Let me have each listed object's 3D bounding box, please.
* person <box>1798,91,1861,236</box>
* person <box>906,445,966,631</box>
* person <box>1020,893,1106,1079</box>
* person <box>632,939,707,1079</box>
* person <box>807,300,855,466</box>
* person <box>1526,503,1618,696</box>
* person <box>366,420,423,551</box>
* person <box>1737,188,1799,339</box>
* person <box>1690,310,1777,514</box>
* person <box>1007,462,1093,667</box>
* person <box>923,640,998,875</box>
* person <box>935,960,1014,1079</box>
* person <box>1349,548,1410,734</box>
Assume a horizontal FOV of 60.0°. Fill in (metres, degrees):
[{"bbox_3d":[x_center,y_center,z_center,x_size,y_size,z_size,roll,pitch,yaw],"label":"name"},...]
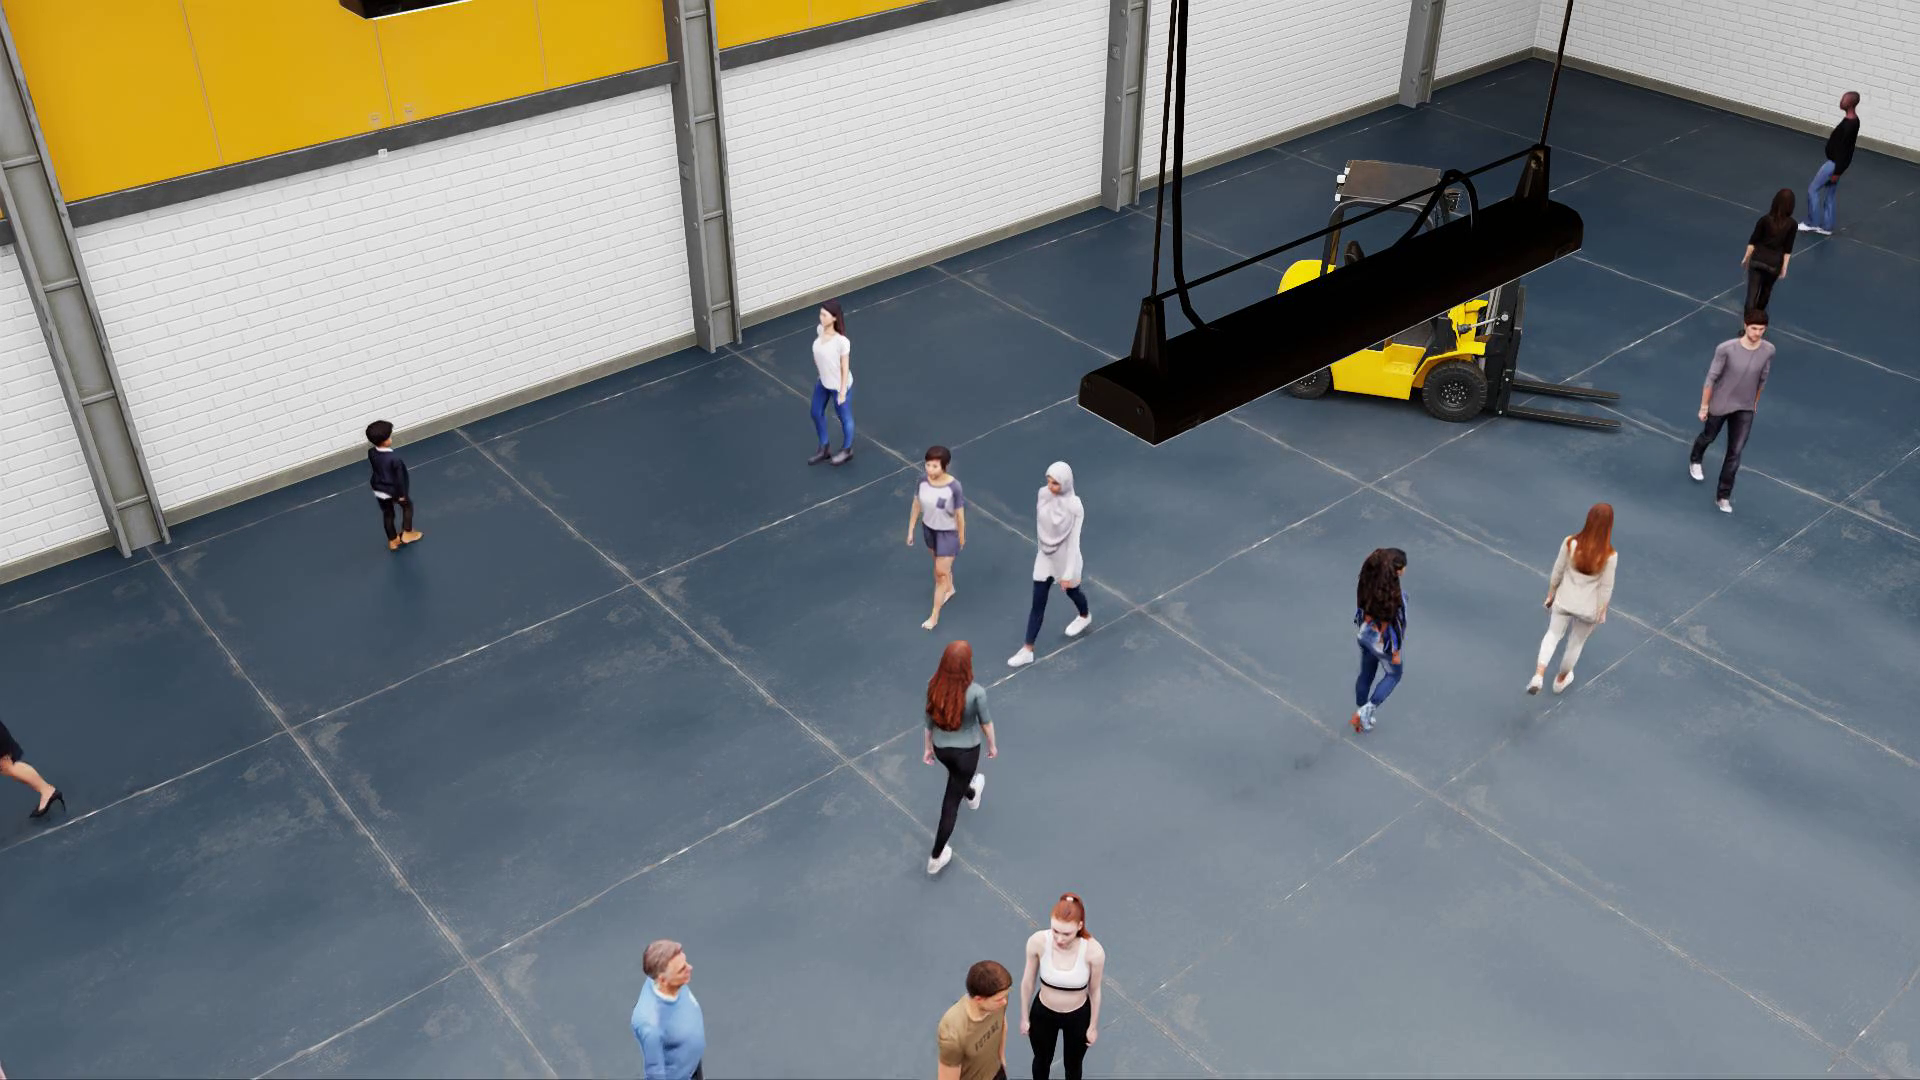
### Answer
[{"bbox_3d":[10.489,-4.439,19.751,0.791,1.730,0.727,16,37,23],"label":"person"},{"bbox_3d":[-0.120,-0.115,13.419,0.734,1.537,0.963,20,39,27],"label":"person"},{"bbox_3d":[0.557,2.610,9.134,0.669,1.742,0.709,6,34,9],"label":"person"},{"bbox_3d":[-1.599,2.774,8.831,0.944,1.804,0.884,2,34,3],"label":"person"},{"bbox_3d":[-1.085,-1.447,15.299,0.655,1.675,0.629,-27,42,-34],"label":"person"},{"bbox_3d":[4.548,0.512,12.330,0.706,1.698,0.913,23,40,30],"label":"person"},{"bbox_3d":[-4.910,-0.442,14.202,0.604,1.215,0.644,10,35,15],"label":"person"},{"bbox_3d":[8.466,-2.854,17.466,0.825,1.619,0.951,10,35,14],"label":"person"},{"bbox_3d":[6.863,-1.242,14.873,1.156,1.805,1.254,5,34,8],"label":"person"},{"bbox_3d":[0.840,0.136,12.870,0.725,1.727,1.203,29,43,36],"label":"person"},{"bbox_3d":[-0.054,1.466,10.905,0.964,1.687,1.218,12,36,18],"label":"person"},{"bbox_3d":[-0.009,2.808,8.771,0.851,1.815,0.928,28,42,35],"label":"person"},{"bbox_3d":[2.981,0.765,12.028,0.618,1.611,0.648,-20,38,-27],"label":"person"}]
